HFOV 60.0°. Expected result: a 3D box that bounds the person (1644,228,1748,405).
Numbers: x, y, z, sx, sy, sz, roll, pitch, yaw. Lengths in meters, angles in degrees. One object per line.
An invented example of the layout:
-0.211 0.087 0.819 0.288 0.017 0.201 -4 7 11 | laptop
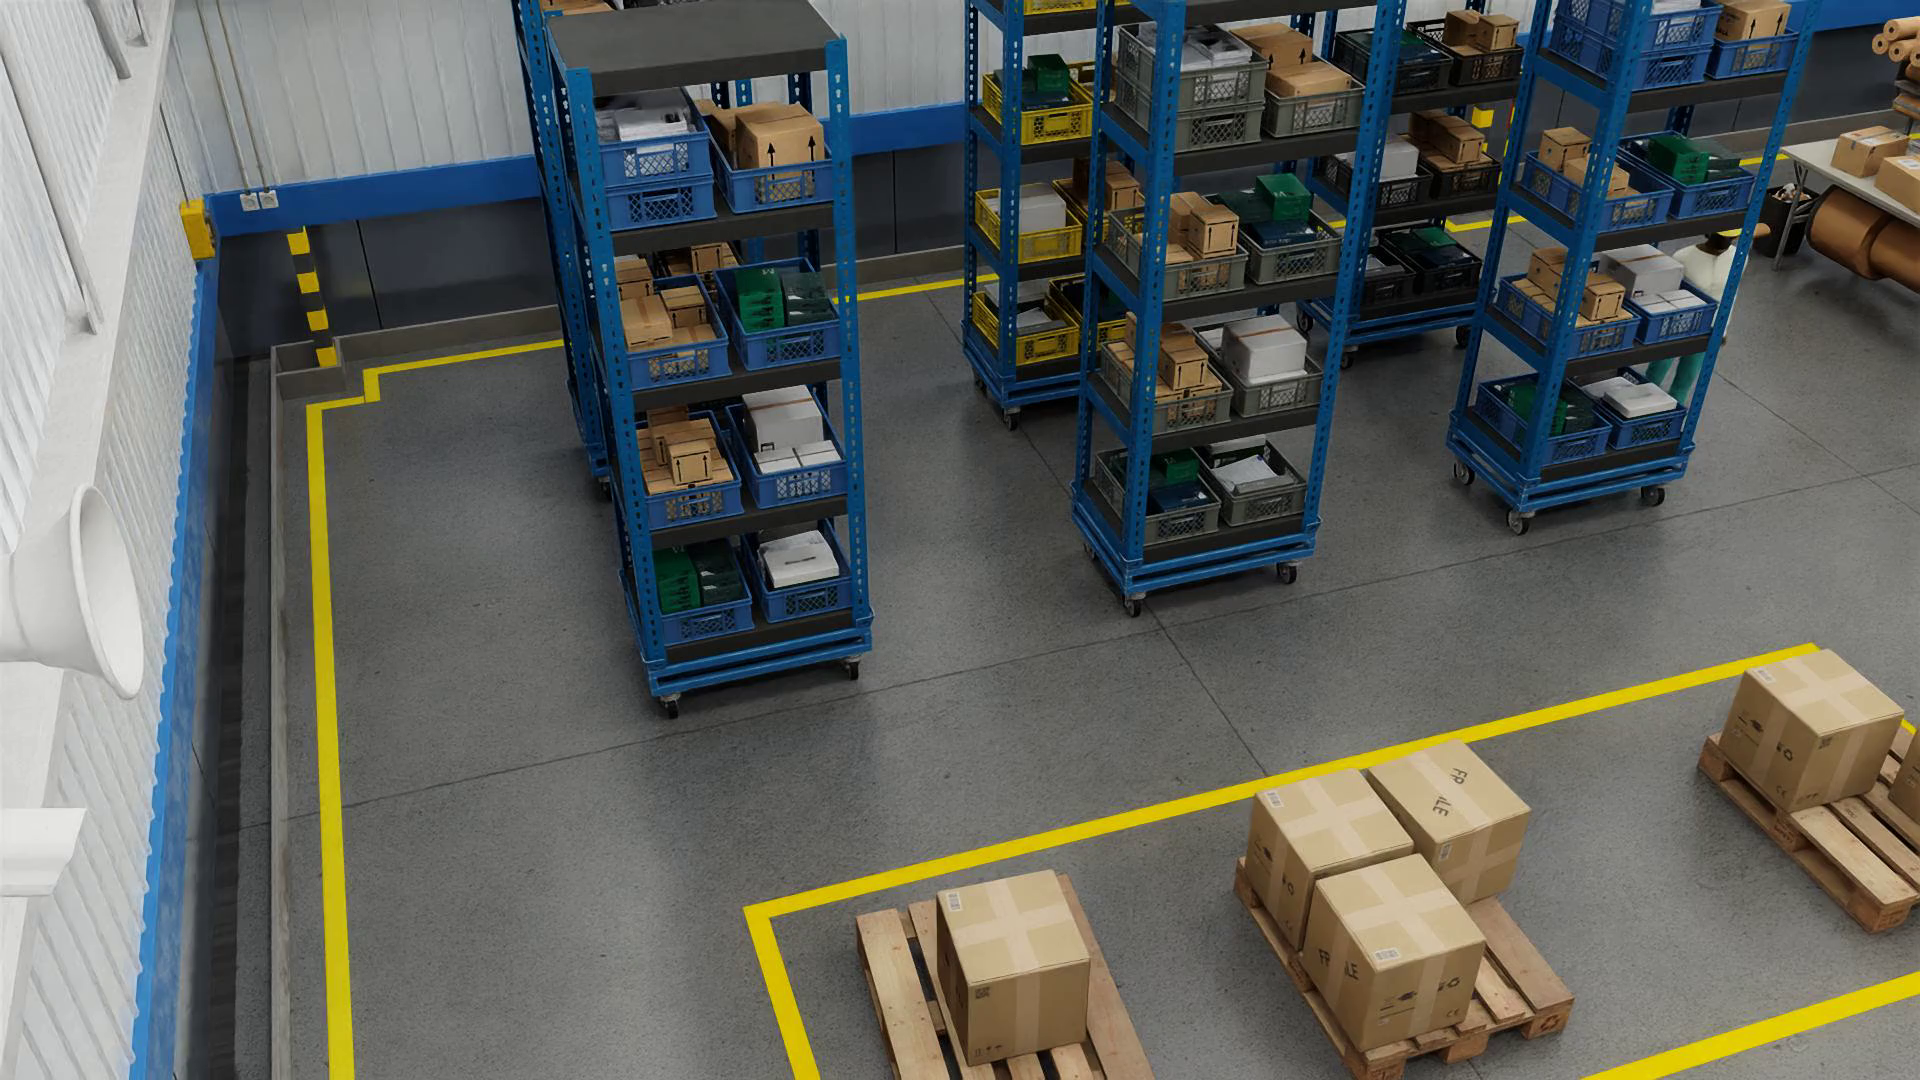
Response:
4.686 -1.346 10.662 0.523 1.769 0.322 -4 35 -6 | person
